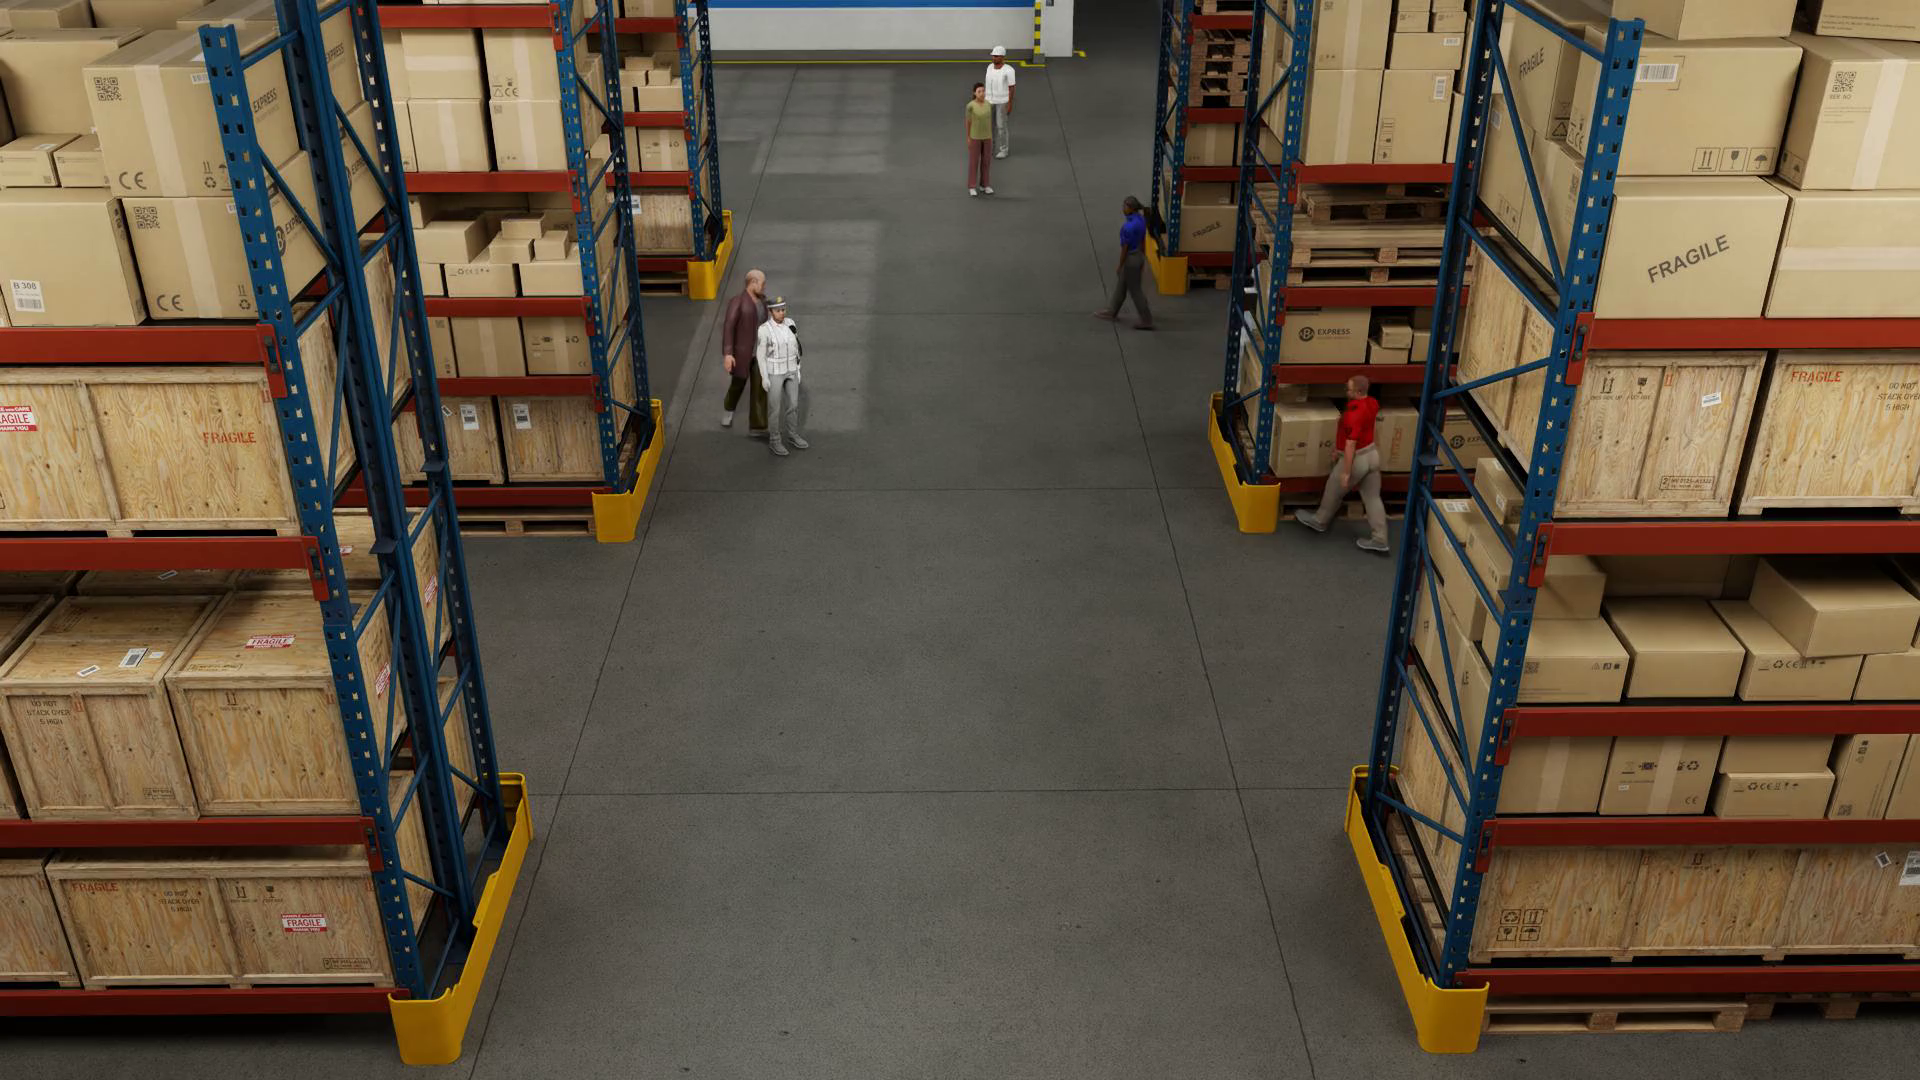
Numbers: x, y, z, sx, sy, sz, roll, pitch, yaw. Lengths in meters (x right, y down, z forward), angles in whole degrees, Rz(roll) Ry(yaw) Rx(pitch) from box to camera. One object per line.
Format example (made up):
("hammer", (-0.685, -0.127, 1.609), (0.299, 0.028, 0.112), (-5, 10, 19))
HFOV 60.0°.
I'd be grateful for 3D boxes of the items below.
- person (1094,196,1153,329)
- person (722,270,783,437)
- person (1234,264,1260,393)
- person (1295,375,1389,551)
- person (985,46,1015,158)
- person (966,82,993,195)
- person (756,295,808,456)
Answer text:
("person", (2.027, -3.418, 20.382), (0.818, 1.638, 0.452), (12, 31, 21))
("person", (-2.257, -1.982, 17.600), (0.707, 1.731, 0.876), (-24, 36, -37))
("person", (3.174, -2.104, 17.799), (0.957, 1.763, 0.550), (-14, 31, -25))
("person", (3.590, -0.745, 15.334), (0.542, 1.679, 0.975), (-23, 36, -36))
("person", (0.600, -7.185, 27.272), (0.561, 1.769, 0.410), (20, 34, 32))
("person", (0.308, -6.138, 25.422), (0.431, 1.673, 0.390), (-12, 30, -21))
("person", (-1.840, -1.731, 17.206), (0.466, 1.690, 0.383), (-21, 35, -34))
